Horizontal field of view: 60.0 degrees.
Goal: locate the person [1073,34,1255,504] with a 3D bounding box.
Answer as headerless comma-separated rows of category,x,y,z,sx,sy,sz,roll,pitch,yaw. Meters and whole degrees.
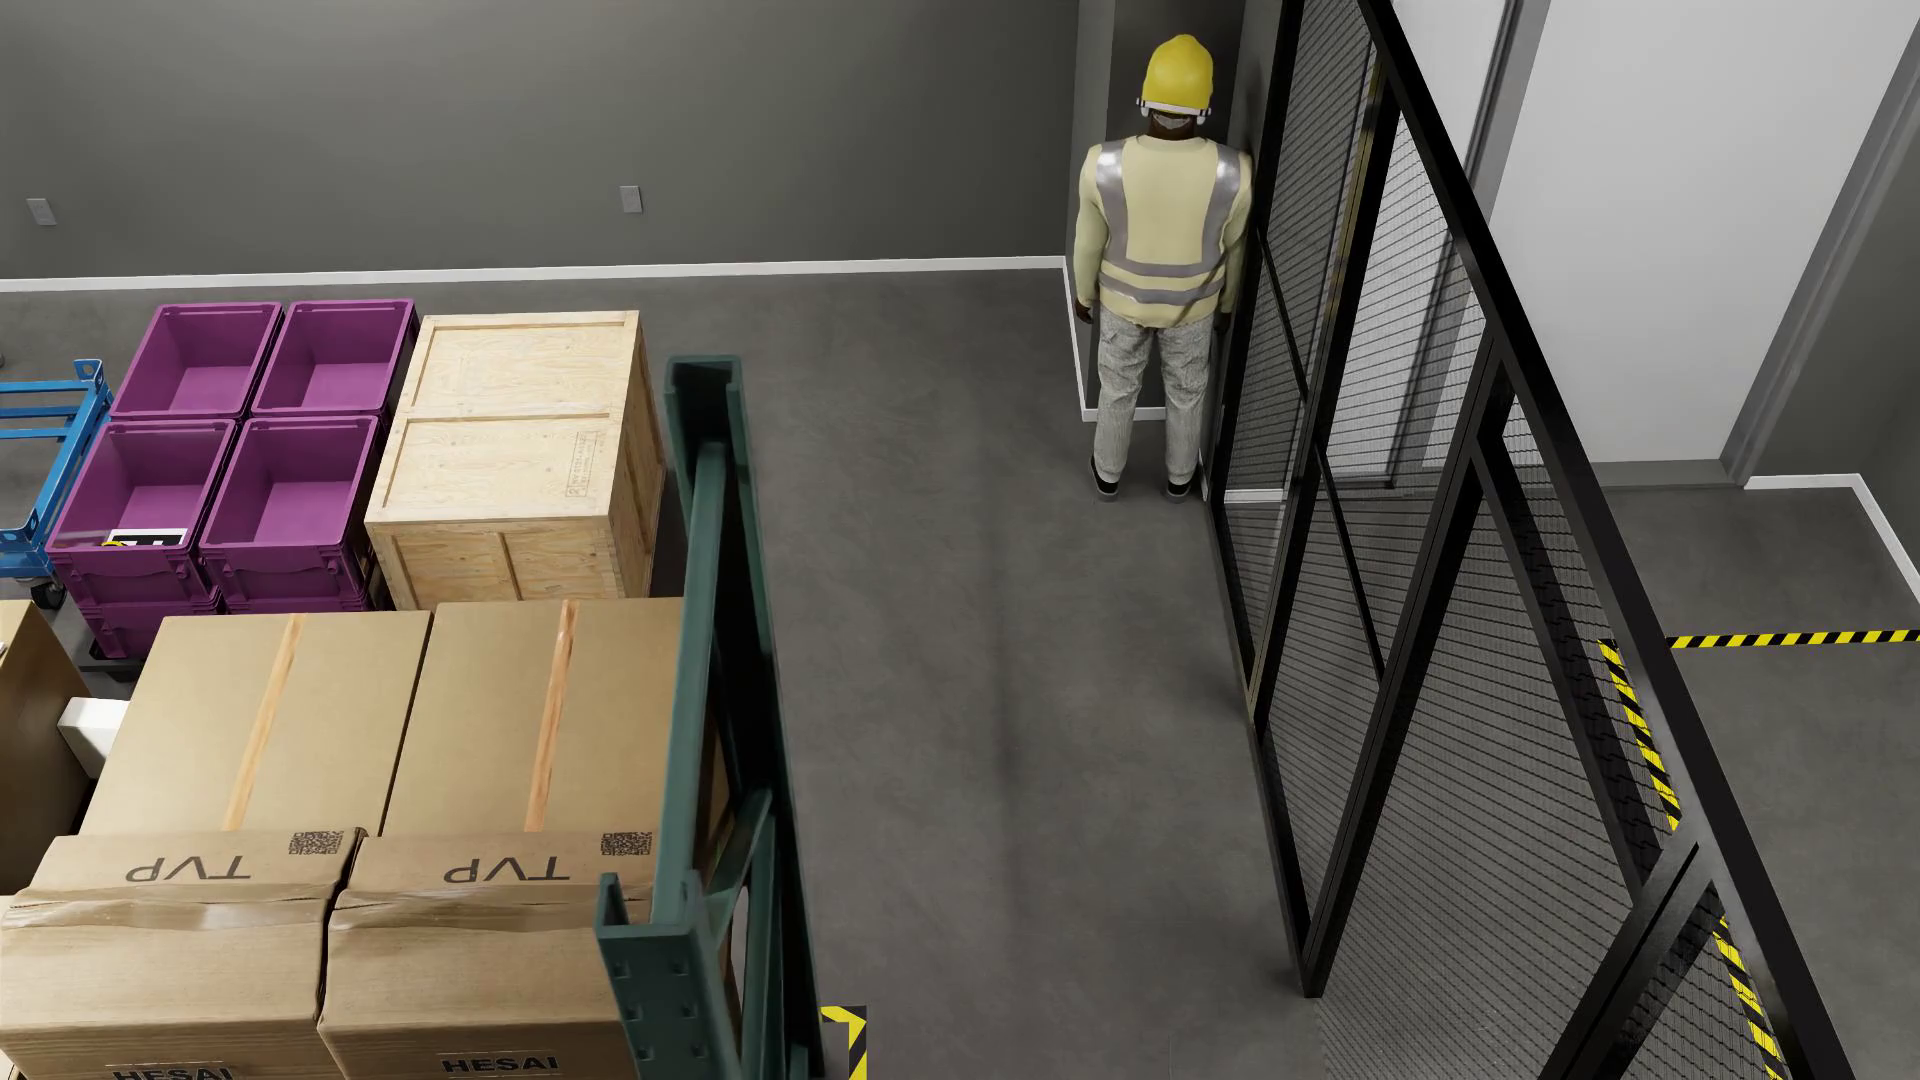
person,0.674,-0.860,5.649,0.587,1.835,0.403,4,46,4

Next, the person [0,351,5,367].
person,-4.037,-1.273,5.972,0.372,1.940,0.627,-3,46,-3
